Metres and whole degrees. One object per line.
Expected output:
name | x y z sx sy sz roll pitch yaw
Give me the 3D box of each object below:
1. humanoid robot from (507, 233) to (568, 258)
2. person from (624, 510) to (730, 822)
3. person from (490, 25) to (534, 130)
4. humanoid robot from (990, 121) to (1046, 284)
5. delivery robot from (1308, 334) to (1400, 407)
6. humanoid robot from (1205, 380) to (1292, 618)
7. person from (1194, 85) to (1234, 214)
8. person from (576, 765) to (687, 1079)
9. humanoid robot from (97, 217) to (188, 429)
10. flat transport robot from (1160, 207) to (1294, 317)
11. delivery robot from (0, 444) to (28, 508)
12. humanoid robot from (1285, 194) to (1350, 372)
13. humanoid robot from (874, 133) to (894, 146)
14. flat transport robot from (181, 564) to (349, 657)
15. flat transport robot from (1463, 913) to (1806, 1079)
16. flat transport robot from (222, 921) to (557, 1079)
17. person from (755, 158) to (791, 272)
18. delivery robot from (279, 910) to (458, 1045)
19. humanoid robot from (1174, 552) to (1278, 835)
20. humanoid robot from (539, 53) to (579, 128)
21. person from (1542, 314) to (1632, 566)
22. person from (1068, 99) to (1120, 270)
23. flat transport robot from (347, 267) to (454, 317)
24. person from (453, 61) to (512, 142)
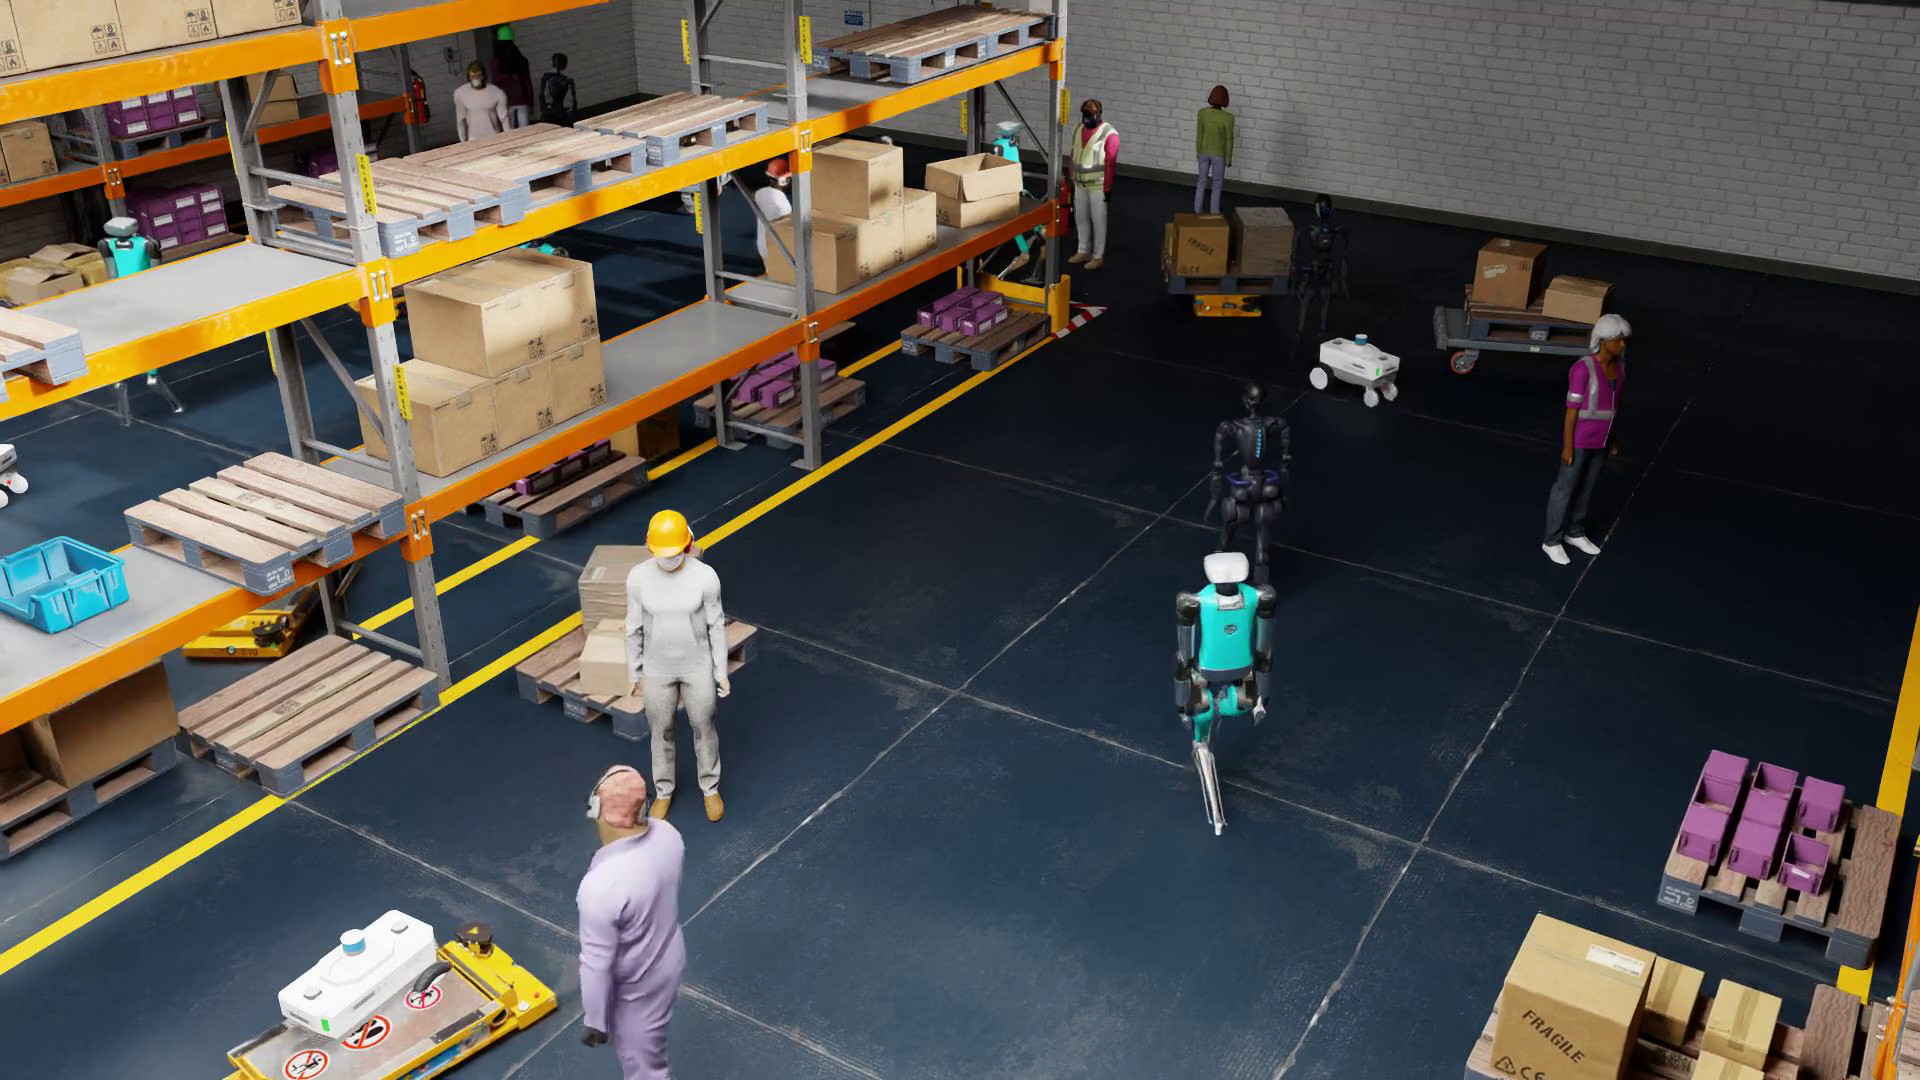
humanoid robot | -3.467 -1.961 14.472 0.548 1.800 0.909 4 27 8
person | -1.536 0.692 9.044 0.558 1.894 0.363 -2 27 -4
person | -5.742 -5.627 21.440 0.496 1.954 0.445 -10 29 -19
humanoid robot | 0.687 -3.451 17.364 0.806 1.764 0.591 12 29 22
delivery robot | 3.561 -1.553 14.963 0.499 0.614 0.811 -20 33 -34
humanoid robot | 1.960 -0.326 11.311 0.596 1.628 0.754 -5 27 -9
person | 3.000 -4.546 19.655 0.491 1.624 0.282 19 32 32
person | -1.330 1.811 6.867 0.452 1.868 0.690 4 27 8
humanoid robot | -7.061 -1.766 14.149 0.530 1.844 0.789 2 27 4
flat transport robot | 2.731 -2.640 17.401 0.659 0.231 1.431 0 27 1
delivery robot | -7.761 -0.560 12.979 0.782 0.589 0.499 2 27 4
humanoid robot | 3.306 -2.365 15.299 0.609 1.652 0.354 -5 27 -10
humanoid robot | -0.817 -3.403 17.346 0.371 1.640 0.613 -20 33 -34
flat transport robot | -4.745 0.376 11.458 0.659 0.231 1.431 0 27 0
flat transport robot | 2.978 2.437 7.396 0.659 0.231 1.431 16 31 28
flat transport robot | -2.653 2.301 7.664 0.659 0.231 1.431 23 35 38
person | -1.843 -2.832 16.150 0.582 1.735 0.583 -20 33 -34
delivery robot | -2.785 2.081 7.782 0.499 0.595 0.792 15 30 26
humanoid robot | 1.432 0.726 9.171 0.560 1.764 0.952 4 27 7
humanoid robot | -5.161 -5.423 21.372 0.627 1.638 0.629 14 30 25
person | 4.509 -0.727 11.886 0.512 1.847 0.337 -14 30 -26
person | 1.422 -3.874 18.114 0.625 1.833 0.430 23 35 38
flat transport robot | -5.554 -2.567 17.257 1.431 0.231 0.659 -19 33 -33
person | -5.556 -4.603 19.450 0.649 1.909 0.876 -3 27 -6
